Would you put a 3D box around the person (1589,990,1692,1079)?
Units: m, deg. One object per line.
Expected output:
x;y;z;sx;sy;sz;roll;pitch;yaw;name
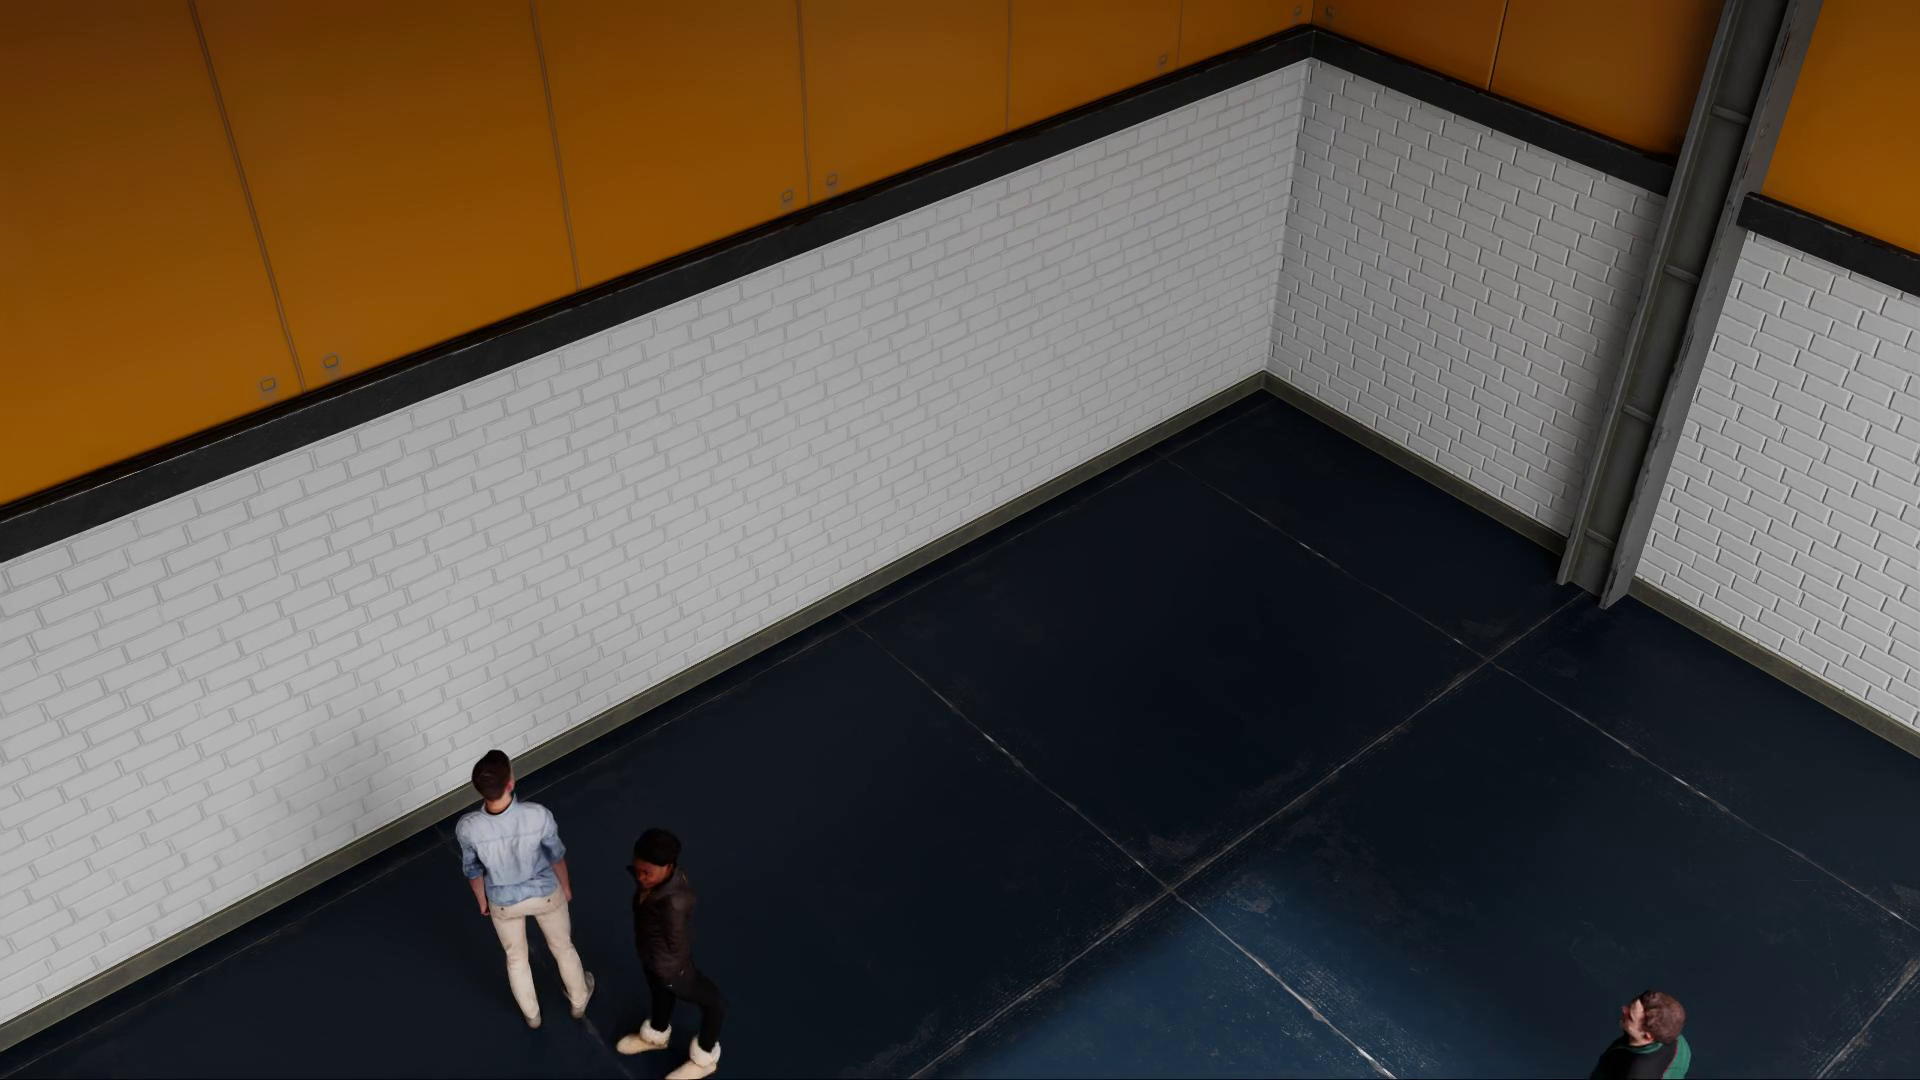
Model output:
2.929;2.623;7.278;1.158;1.794;0.793;27;46;30;person

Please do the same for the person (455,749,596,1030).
-2.182;1.762;8.313;0.729;1.847;0.722;-7;39;-9;person

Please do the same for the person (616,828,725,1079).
-1.543;2.048;8.104;0.812;1.661;0.821;21;43;24;person
